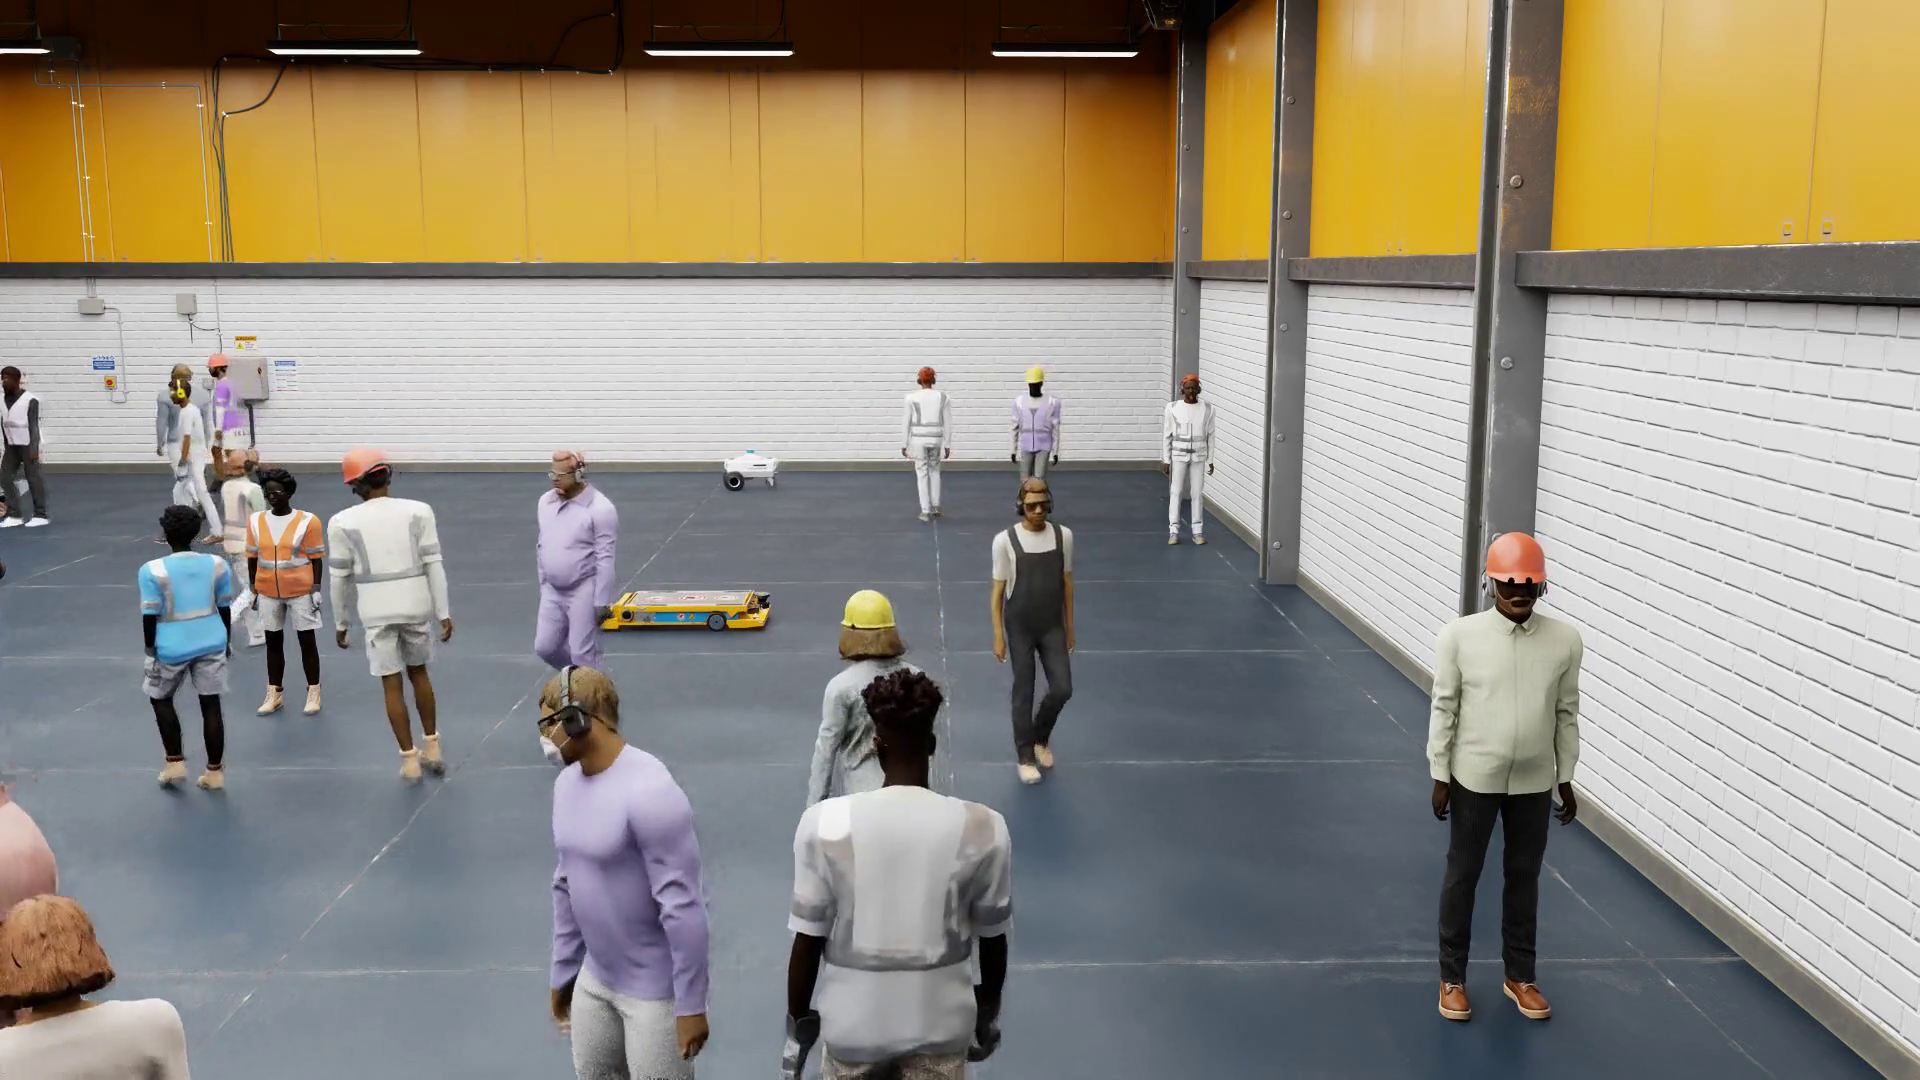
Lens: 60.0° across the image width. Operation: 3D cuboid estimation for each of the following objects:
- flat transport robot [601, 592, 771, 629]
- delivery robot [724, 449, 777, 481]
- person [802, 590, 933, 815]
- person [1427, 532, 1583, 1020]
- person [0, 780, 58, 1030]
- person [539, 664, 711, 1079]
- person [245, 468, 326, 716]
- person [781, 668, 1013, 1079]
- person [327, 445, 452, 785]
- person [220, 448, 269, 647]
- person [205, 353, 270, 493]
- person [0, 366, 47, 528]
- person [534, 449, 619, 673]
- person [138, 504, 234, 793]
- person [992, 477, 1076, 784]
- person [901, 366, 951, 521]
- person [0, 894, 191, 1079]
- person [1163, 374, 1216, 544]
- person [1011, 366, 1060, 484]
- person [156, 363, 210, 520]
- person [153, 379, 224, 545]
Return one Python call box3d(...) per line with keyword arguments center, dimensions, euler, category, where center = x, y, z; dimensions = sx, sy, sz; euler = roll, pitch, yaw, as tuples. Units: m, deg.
box3d(center=(-2.364, 0.590, 14.218), dimensions=(1.431, 0.197, 0.652), euler=(0, 9, -1), category="flat transport robot")
box3d(center=(-2.884, -1.015, 22.907), dimensions=(0.707, 0.478, 0.477), euler=(-1, 9, -9), category="delivery robot")
box3d(center=(-0.404, 1.061, 6.913), dimensions=(0.702, 1.719, 0.507), euler=(9, 13, 44), category="person")
box3d(center=(2.200, 0.952, 6.730), dimensions=(0.613, 1.994, 0.382), euler=(0, 9, -1), category="person")
box3d(center=(-2.734, 1.378, 4.453), dimensions=(0.766, 1.877, 0.672), euler=(-9, 13, -43), category="person")
box3d(center=(-0.950, 1.310, 4.865), dimensions=(0.377, 1.897, 0.721), euler=(-8, 13, -42), category="person")
box3d(center=(-4.584, 0.353, 11.314), dimensions=(0.536, 1.697, 0.318), euler=(0, 9, -1), category="person")
box3d(center=(-0.171, 1.313, 4.696), dimensions=(0.638, 1.925, 0.750), euler=(0, 9, -1), category="person")
box3d(center=(-3.378, 0.442, 9.863), dimensions=(0.648, 1.989, 0.630), euler=(-4, 10, -26), category="person")
box3d(center=(-5.720, 0.087, 13.189), dimensions=(0.523, 1.621, 0.558), euler=(7, 12, 36), category="person")
box3d(center=(-9.861, -1.577, 22.520), dimensions=(0.842, 1.905, 0.544), euler=(-4, 10, -22), category="person")
box3d(center=(-11.066, -1.075, 19.443), dimensions=(0.636, 1.897, 0.689), euler=(3, 10, 19), category="person")
box3d(center=(-2.499, 0.335, 10.836), dimensions=(0.659, 1.885, 0.457), euler=(5, 11, 28), category="person")
box3d(center=(-4.501, 0.625, 9.669), dimensions=(0.561, 1.675, 0.557), euler=(9, 13, 43), category="person")
box3d(center=(0.446, 0.534, 9.797), dimensions=(0.535, 1.827, 0.406), euler=(-3, 10, -17), category="person")
box3d(center=(-0.426, -1.174, 20.172), dimensions=(0.579, 1.868, 0.571), euler=(-3, 10, -17), category="person")
box3d(center=(-2.059, 1.598, 3.920), dimensions=(0.518, 1.603, 0.679), euler=(-6, 11, -30), category="person")
box3d(center=(2.526, -0.886, 18.344), dimensions=(0.576, 1.882, 0.354), euler=(0, 9, -1), category="person")
box3d(center=(0.903, -1.113, 19.675), dimensions=(0.590, 1.906, 0.679), euler=(3, 10, 15), category="person")
box3d(center=(-9.325, -1.178, 20.097), dimensions=(0.870, 1.905, 0.638), euler=(6, 11, 33), category="person")
box3d(center=(-8.513, -0.833, 18.171), dimensions=(0.854, 1.826, 0.576), euler=(-4, 10, -21), category="person")
